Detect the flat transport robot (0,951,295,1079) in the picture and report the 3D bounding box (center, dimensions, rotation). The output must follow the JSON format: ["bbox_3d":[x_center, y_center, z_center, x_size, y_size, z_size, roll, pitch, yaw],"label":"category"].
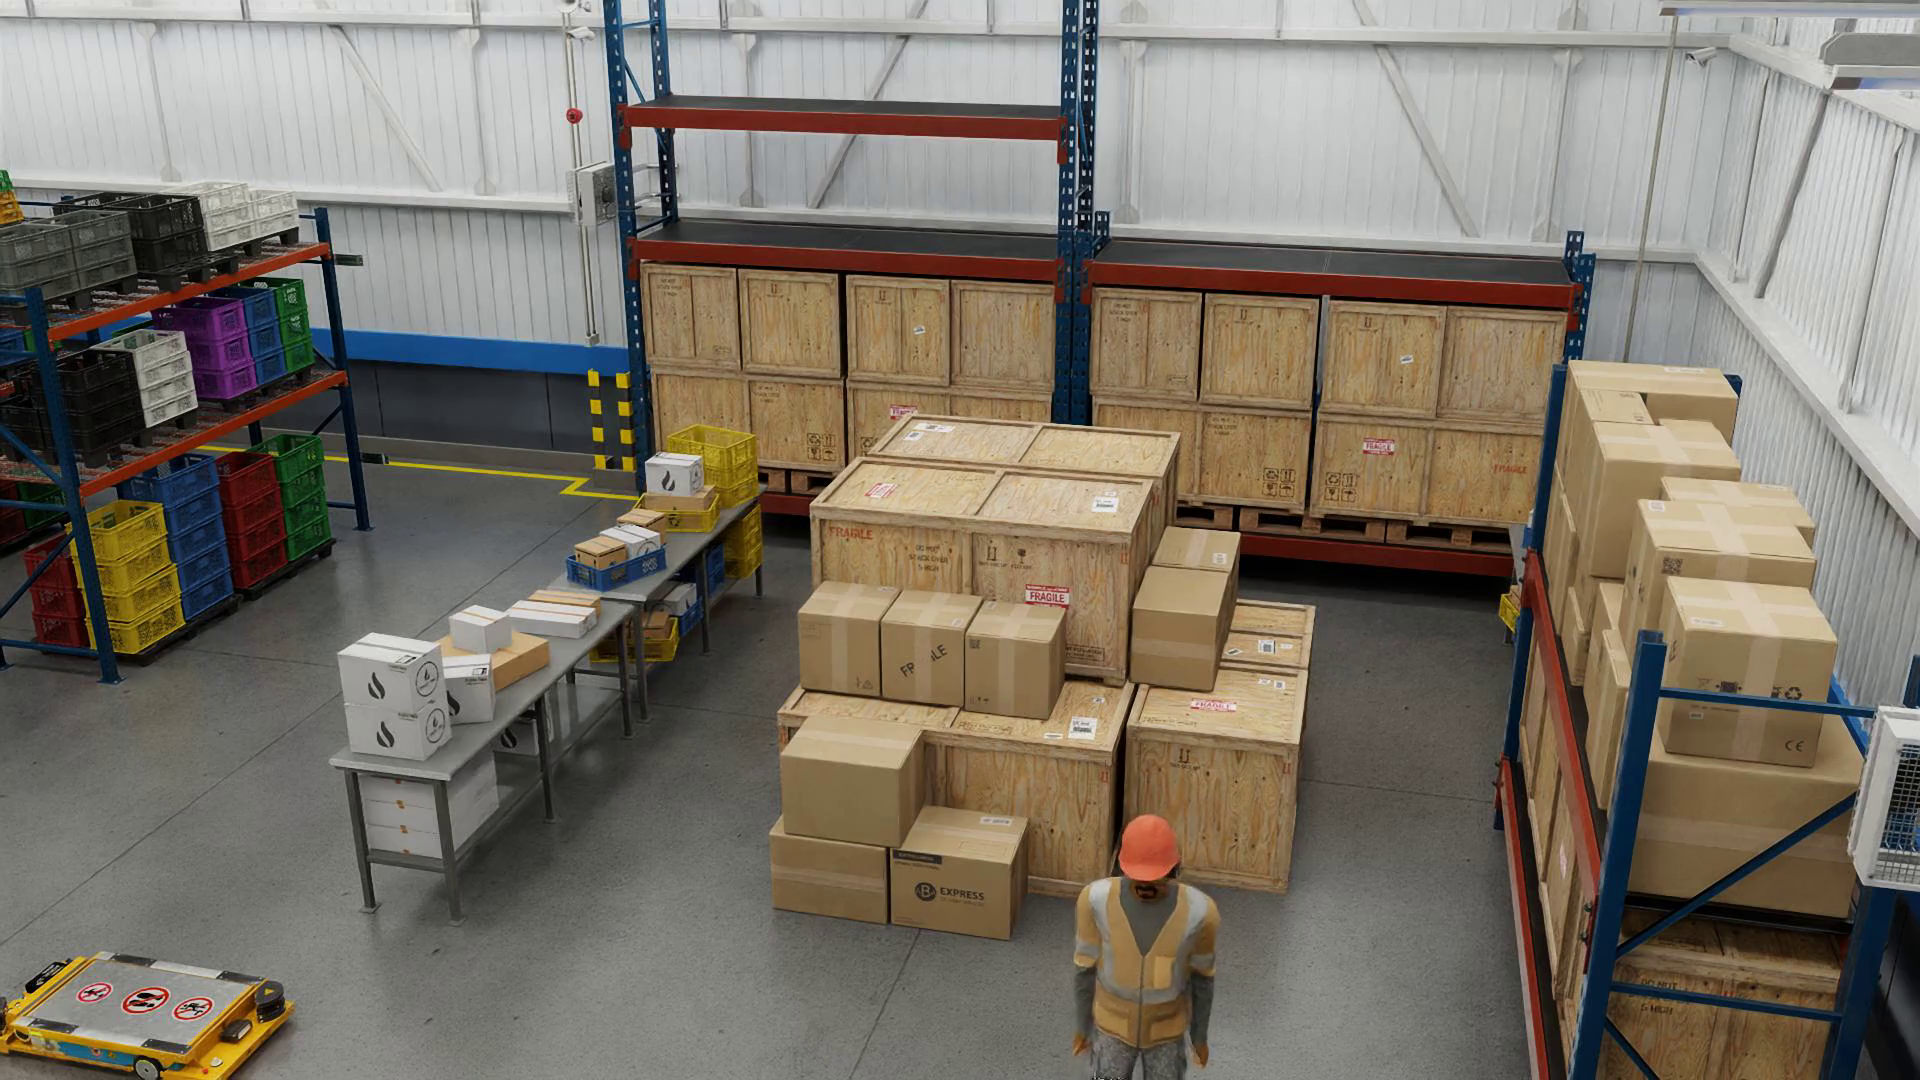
[{"bbox_3d":[-4.270,2.464,8.601,1.431,0.231,0.659,5,22,13],"label":"flat transport robot"}]

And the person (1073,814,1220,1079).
[{"bbox_3d":[0.781,2.077,7.128,0.607,2.044,0.391,3,21,9],"label":"person"}]
